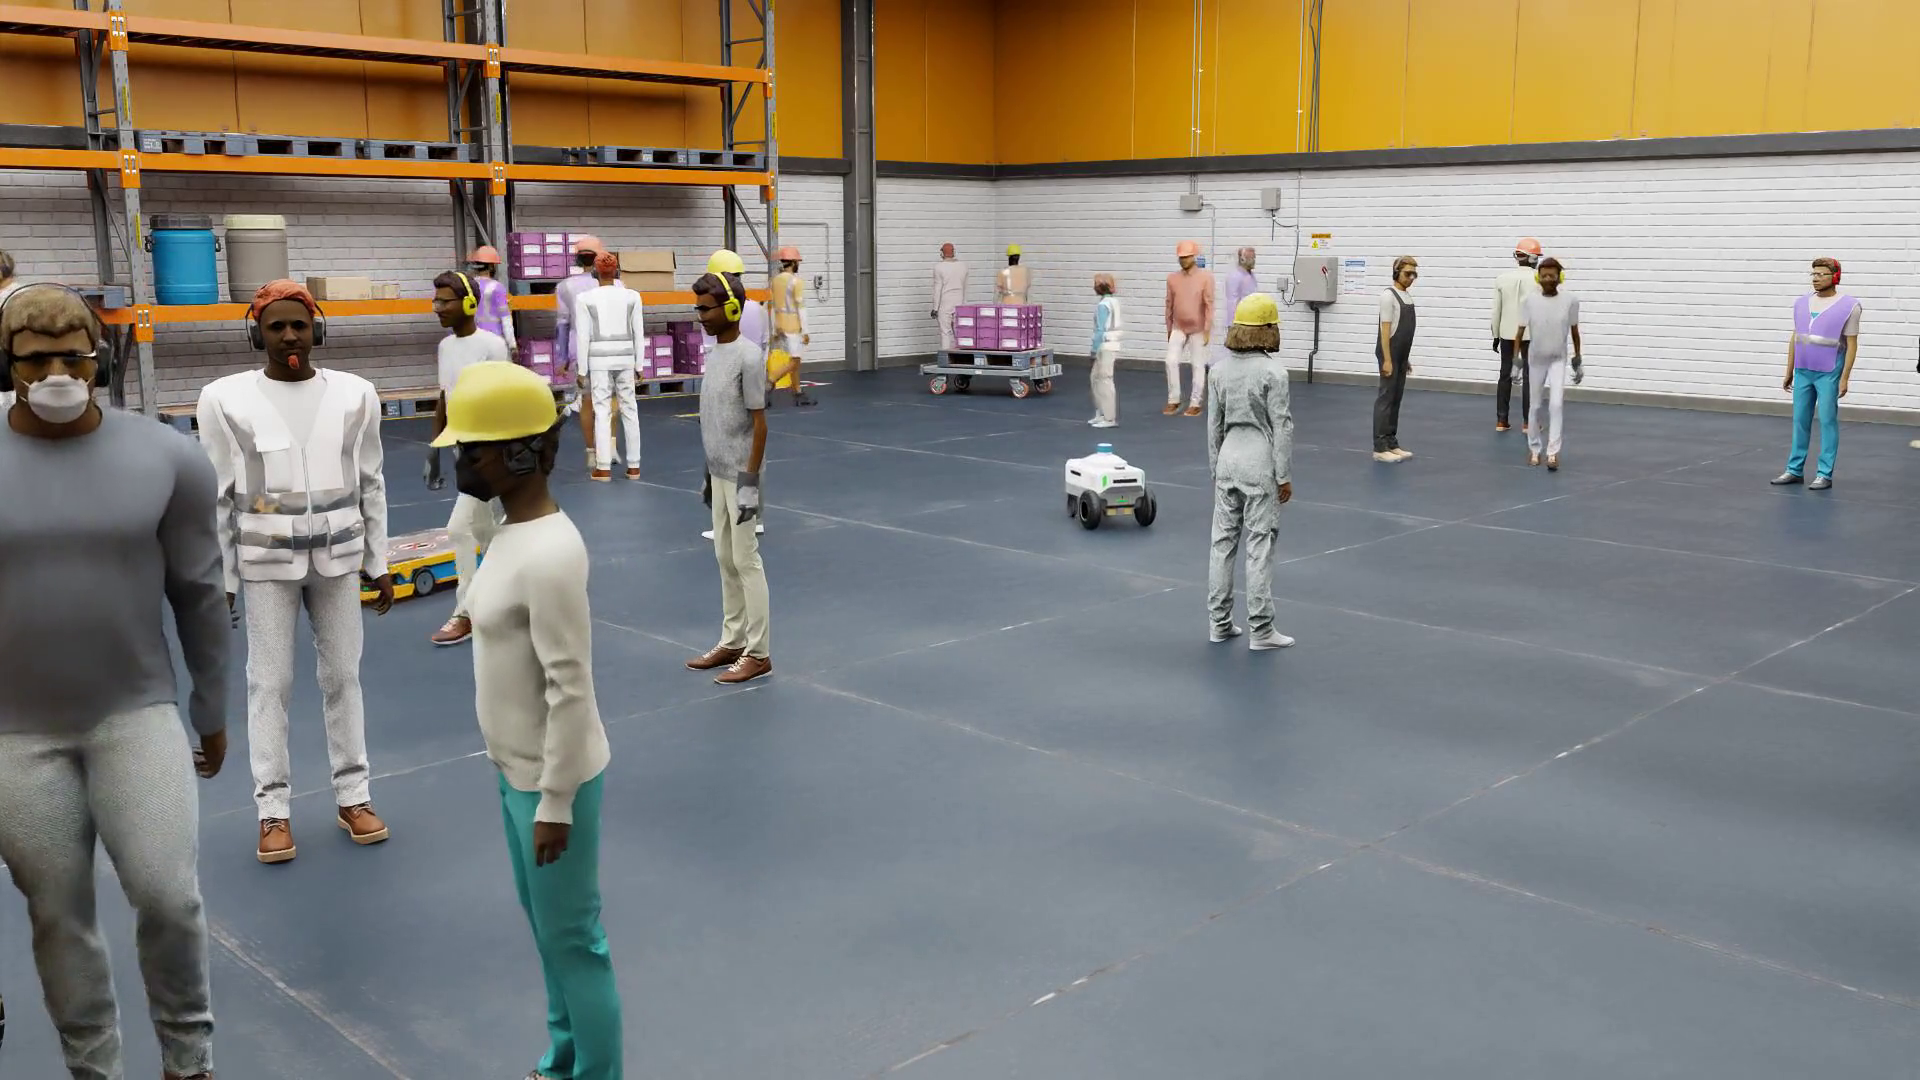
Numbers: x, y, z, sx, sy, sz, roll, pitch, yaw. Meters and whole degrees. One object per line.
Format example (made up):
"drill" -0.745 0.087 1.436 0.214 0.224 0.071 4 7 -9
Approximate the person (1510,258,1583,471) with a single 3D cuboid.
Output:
"person" 5.064 -1.505 14.356 0.581 1.815 0.950 4 11 20

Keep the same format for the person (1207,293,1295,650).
"person" 1.433 -0.335 8.181 0.294 1.744 0.485 -10 14 -42

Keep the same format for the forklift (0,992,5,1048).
"forklift" -3.245 0.323 3.363 2.313 2.155 1.214 2 11 13

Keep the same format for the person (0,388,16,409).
"person" -4.956 -0.448 8.454 0.985 1.882 0.548 -7 13 -35

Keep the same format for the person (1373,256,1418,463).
"person" 3.916 -1.621 14.935 0.344 1.841 0.506 8 13 36

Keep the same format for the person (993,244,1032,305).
"person" 0.793 -3.507 25.081 0.590 1.893 0.852 -6 12 -31

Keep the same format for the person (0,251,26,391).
"person" -8.054 -1.486 14.052 0.638 1.916 0.789 9 14 41

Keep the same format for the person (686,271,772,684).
"person" -1.049 -0.281 7.560 0.329 1.865 0.516 -6 12 -31

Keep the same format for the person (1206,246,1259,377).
"person" 3.600 -2.858 21.570 0.661 1.889 0.652 7 12 33

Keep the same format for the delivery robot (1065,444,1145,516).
"delivery robot" 1.014 -0.433 11.706 0.477 0.478 0.707 -4 11 -19

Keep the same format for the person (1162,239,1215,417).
"person" 2.526 -2.343 18.498 0.631 1.970 0.611 6 12 29

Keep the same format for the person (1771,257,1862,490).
"person" 6.882 -1.328 13.311 0.389 1.848 0.563 -5 12 -27

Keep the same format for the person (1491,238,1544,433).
"person" 5.797 -2.105 17.154 0.621 1.990 0.391 8 13 37

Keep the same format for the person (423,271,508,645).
"person" -2.503 -0.404 8.287 0.554 1.842 0.742 9 14 42

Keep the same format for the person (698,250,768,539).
"person" -1.527 -0.958 11.079 0.374 1.924 0.594 7 12 33

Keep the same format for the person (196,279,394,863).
"person" -2.152 0.098 5.443 0.577 1.883 0.353 -7 13 -34

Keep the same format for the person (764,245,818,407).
"person" -2.039 -2.485 19.455 0.817 1.918 0.556 -8 13 -38

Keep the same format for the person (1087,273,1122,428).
"person" 1.456 -1.984 17.462 0.479 1.623 0.548 3 11 16

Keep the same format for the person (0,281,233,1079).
"person" -1.889 0.421 3.557 0.645 1.920 0.524 -5 11 -25

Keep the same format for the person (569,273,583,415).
"person" -4.215 -2.208 18.785 0.828 1.596 0.552 -10 14 -43

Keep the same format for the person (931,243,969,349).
"person" -0.173 -3.543 25.252 0.636 1.902 0.406 -8 13 -35

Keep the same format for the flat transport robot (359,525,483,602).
"flat transport robot" -3.135 0.114 9.751 0.652 0.197 1.431 5 12 27

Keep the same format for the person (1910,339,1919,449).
"person" 9.375 -1.732 15.652 0.699 1.811 0.438 2 11 9

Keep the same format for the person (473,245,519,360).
"person" -4.756 -2.020 16.899 0.561 1.912 0.614 6 12 31

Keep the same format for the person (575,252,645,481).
"person" -2.882 -1.422 13.730 0.572 1.883 0.354 -5 12 -26

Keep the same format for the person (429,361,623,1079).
"person" -0.930 0.498 3.584 0.331 1.765 0.533 -5 11 -24

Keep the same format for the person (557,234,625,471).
"person" -3.151 -1.610 14.359 0.632 2.025 0.496 1 10 4
